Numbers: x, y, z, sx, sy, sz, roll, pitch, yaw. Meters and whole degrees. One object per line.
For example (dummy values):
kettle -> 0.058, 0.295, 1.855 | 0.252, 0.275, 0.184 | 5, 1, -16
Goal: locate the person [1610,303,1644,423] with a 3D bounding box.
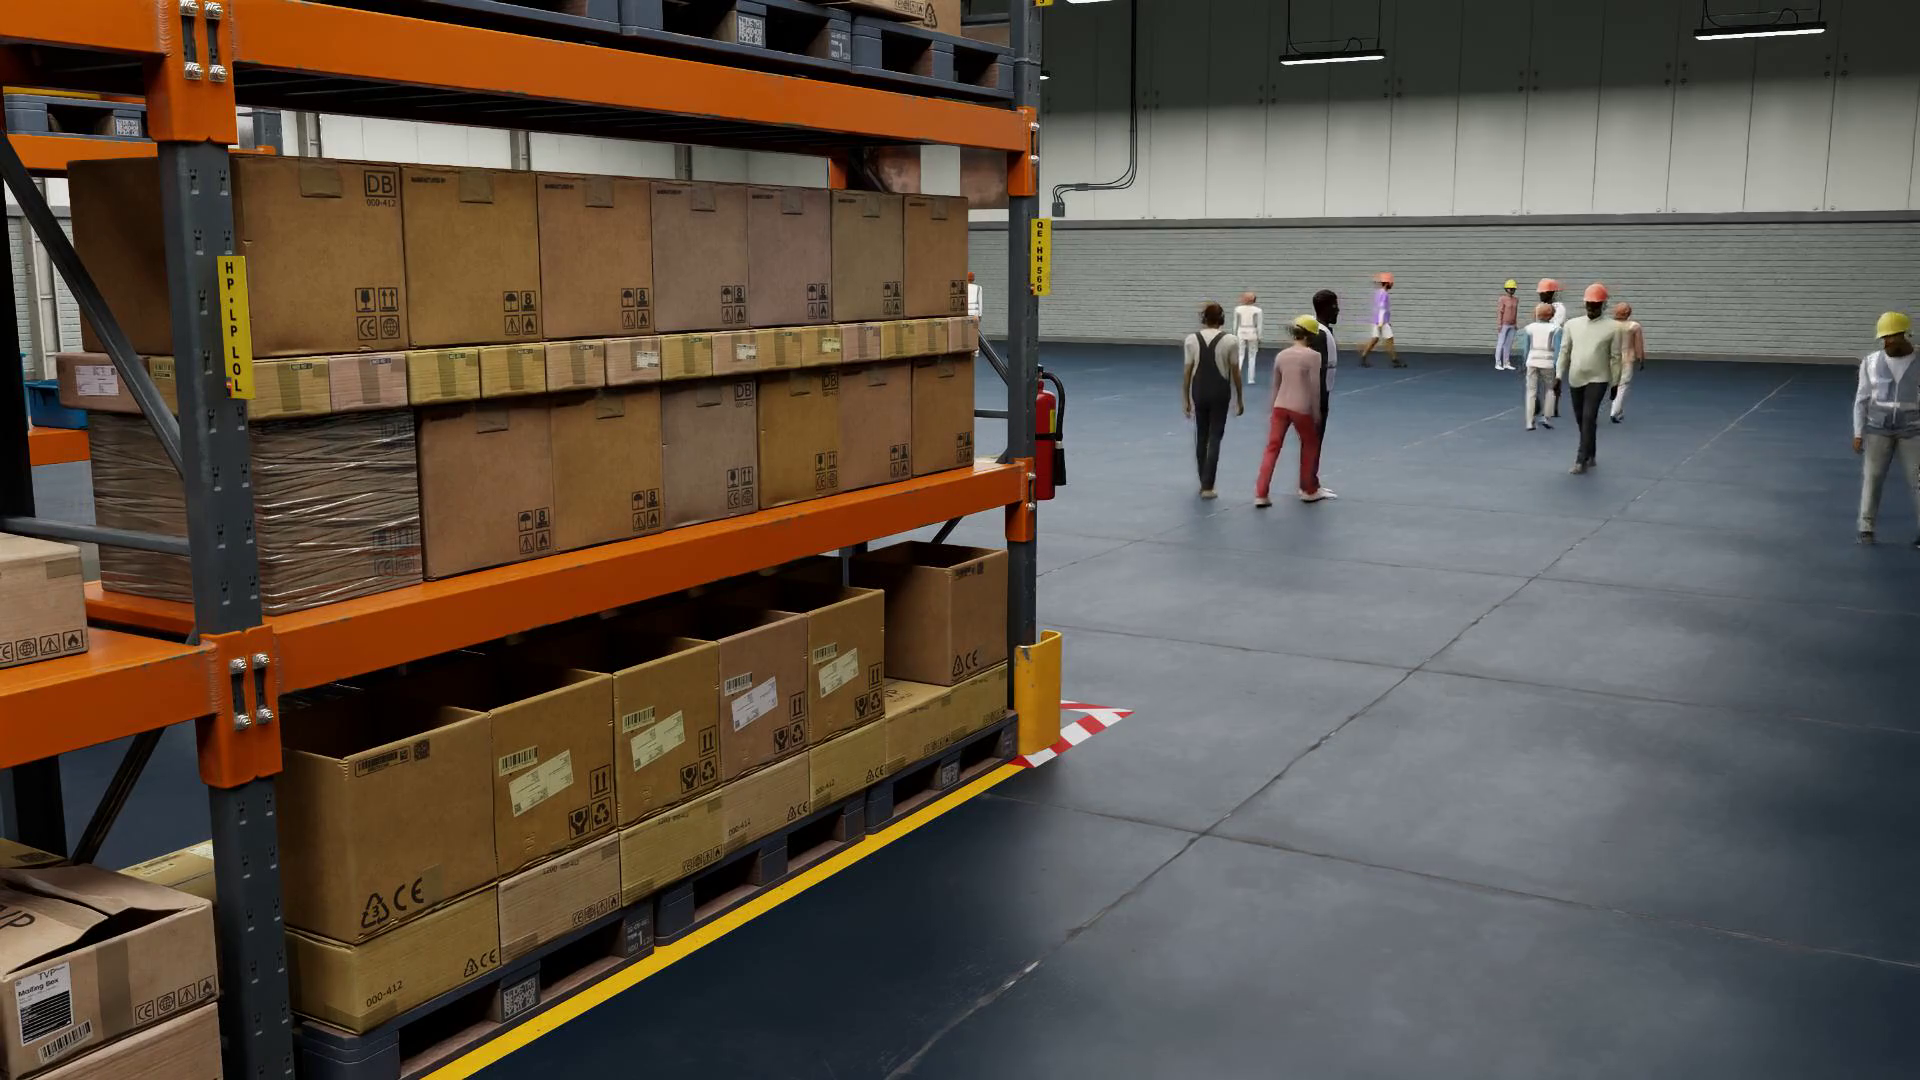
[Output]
person -> 8.908, -2.392, 22.407 | 0.801, 1.604, 0.518 | -9, 13, -43

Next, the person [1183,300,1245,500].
person -> 2.380, -1.308, 15.468 | 0.515, 1.809, 0.855 | 5, 11, 26

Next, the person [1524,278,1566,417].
person -> 8.055, -2.629, 22.889 | 0.627, 1.912, 0.559 | -5, 11, -27

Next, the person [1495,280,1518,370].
person -> 10.757, -4.216, 32.626 | 0.533, 1.767, 0.321 | -6, 11, -31

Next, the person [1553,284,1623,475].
person -> 6.555, -1.680, 17.290 | 0.605, 1.957, 1.026 | 9, 13, 41

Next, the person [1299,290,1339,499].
person -> 3.306, -1.348, 15.385 | 0.390, 1.920, 0.587 | 1, 10, 7

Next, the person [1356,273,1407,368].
person -> 8.392, -4.355, 33.096 | 0.972, 1.896, 0.549 | 0, 10, 2

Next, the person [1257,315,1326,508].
person -> 2.988, -1.144, 14.812 | 0.837, 1.698, 0.538 | -9, 13, -41

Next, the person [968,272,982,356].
person -> 0.221, -5.009, 36.929 | 0.573, 1.883, 0.355 | -3, 10, -19

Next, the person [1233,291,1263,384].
person -> 4.974, -3.498, 28.830 | 0.528, 1.621, 0.537 | 4, 10, 22

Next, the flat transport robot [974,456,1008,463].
flat transport robot -> 0.078, -0.636, 16.038 | 0.652, 0.197, 1.431 | 7, 12, 36

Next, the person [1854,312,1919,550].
person -> 7.211, -0.830, 12.751 | 0.659, 1.797, 0.403 | 8, 12, 38

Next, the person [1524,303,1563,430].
person -> 7.475, -2.216, 21.333 | 0.531, 1.616, 0.542 | 8, 13, 40
